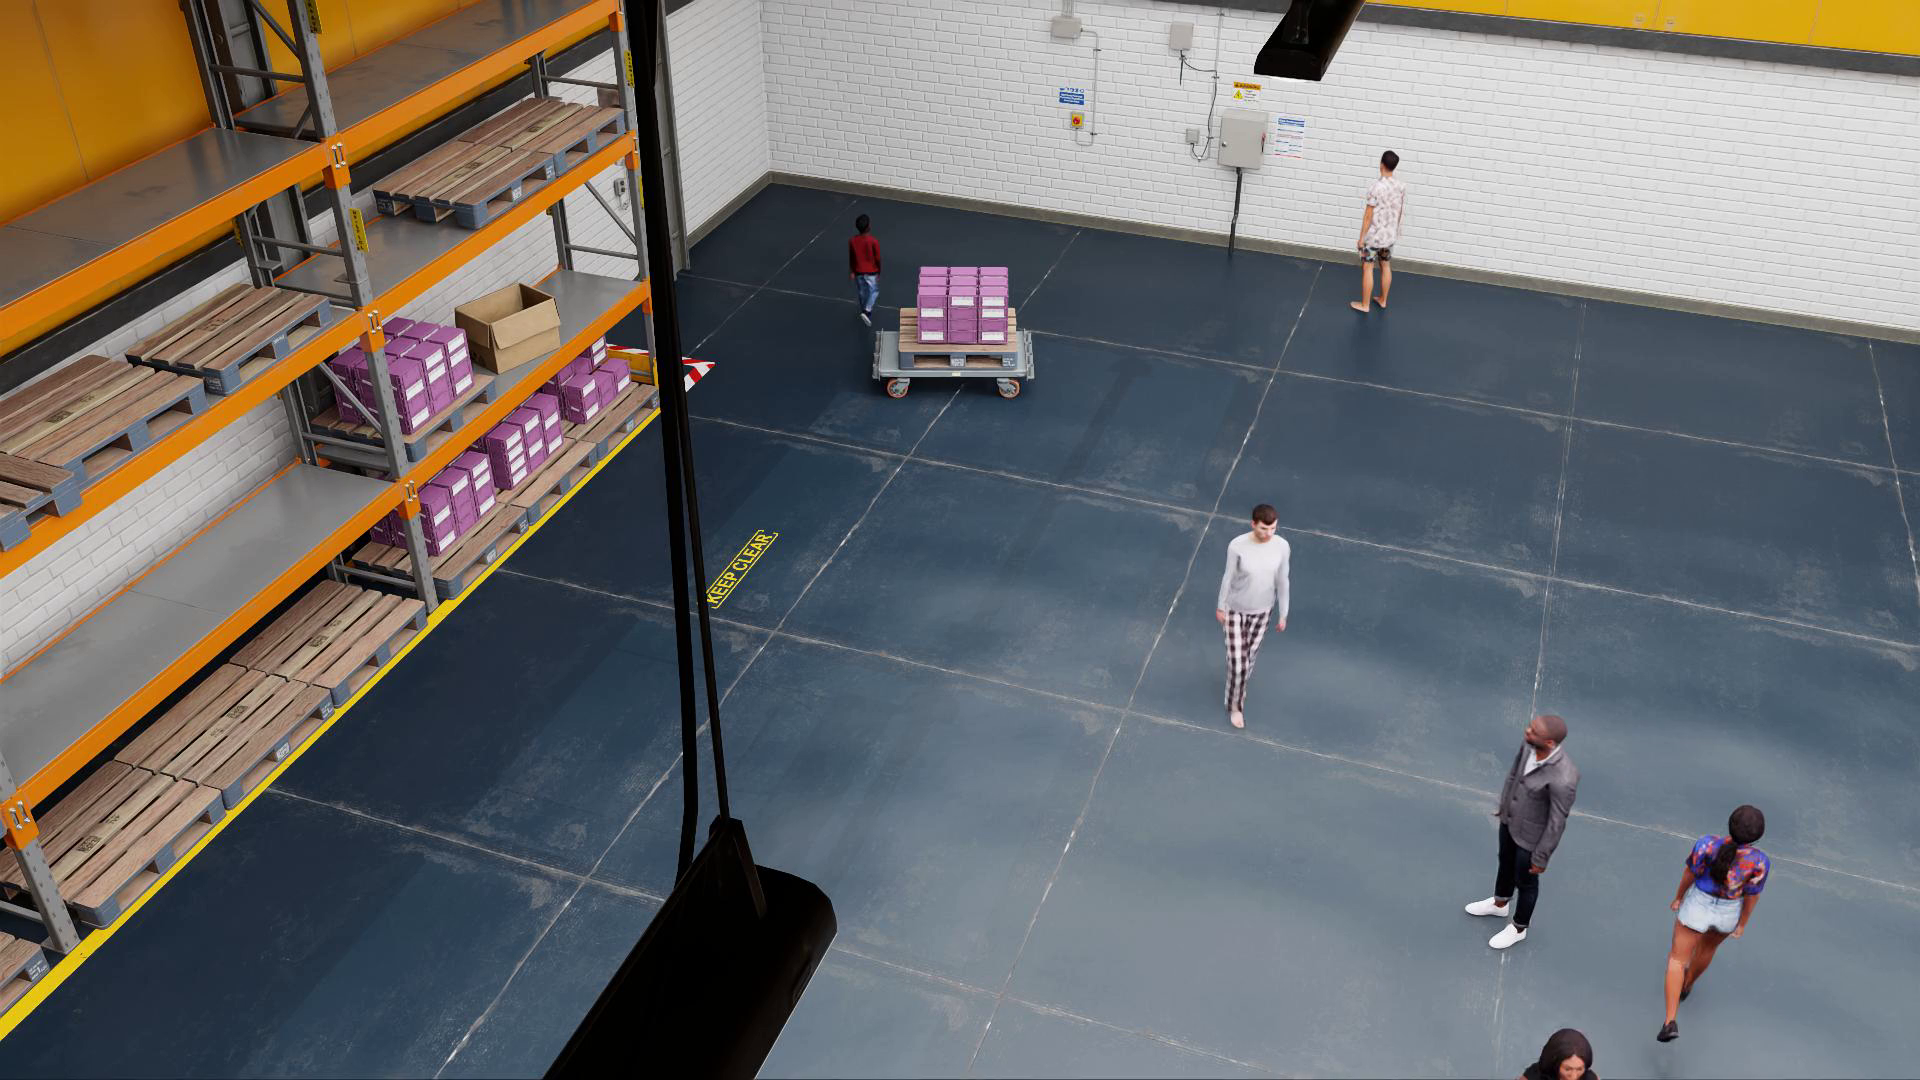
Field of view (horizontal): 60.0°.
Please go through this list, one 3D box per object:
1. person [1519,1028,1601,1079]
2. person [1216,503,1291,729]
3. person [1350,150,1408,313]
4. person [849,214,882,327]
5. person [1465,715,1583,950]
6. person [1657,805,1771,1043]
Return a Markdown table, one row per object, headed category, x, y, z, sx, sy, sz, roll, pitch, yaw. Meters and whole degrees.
| category | x | y | z | sx | sy | sz | roll | pitch | yaw |
| --- | --- | --- | --- | --- | --- | --- | --- | --- | --- |
| person | 2.975 | 3.098 | 8.643 | 0.716 | 1.727 | 0.790 | 0 | 34 | 1 |
| person | 2.157 | 0.454 | 12.533 | 0.878 | 1.825 | 1.010 | -4 | 34 | -6 |
| person | 4.634 | -3.396 | 18.333 | 0.737 | 1.814 | 0.797 | -14 | 36 | -21 |
| person | -1.035 | -2.919 | 18.135 | 0.527 | 1.241 | 0.716 | 8 | 34 | 12 |
| person | 3.600 | 1.812 | 10.497 | 0.858 | 1.816 | 0.727 | -6 | 34 | -9 |
| person | 4.436 | 2.281 | 9.882 | 0.652 | 1.716 | 1.059 | 15 | 37 | 22 |
